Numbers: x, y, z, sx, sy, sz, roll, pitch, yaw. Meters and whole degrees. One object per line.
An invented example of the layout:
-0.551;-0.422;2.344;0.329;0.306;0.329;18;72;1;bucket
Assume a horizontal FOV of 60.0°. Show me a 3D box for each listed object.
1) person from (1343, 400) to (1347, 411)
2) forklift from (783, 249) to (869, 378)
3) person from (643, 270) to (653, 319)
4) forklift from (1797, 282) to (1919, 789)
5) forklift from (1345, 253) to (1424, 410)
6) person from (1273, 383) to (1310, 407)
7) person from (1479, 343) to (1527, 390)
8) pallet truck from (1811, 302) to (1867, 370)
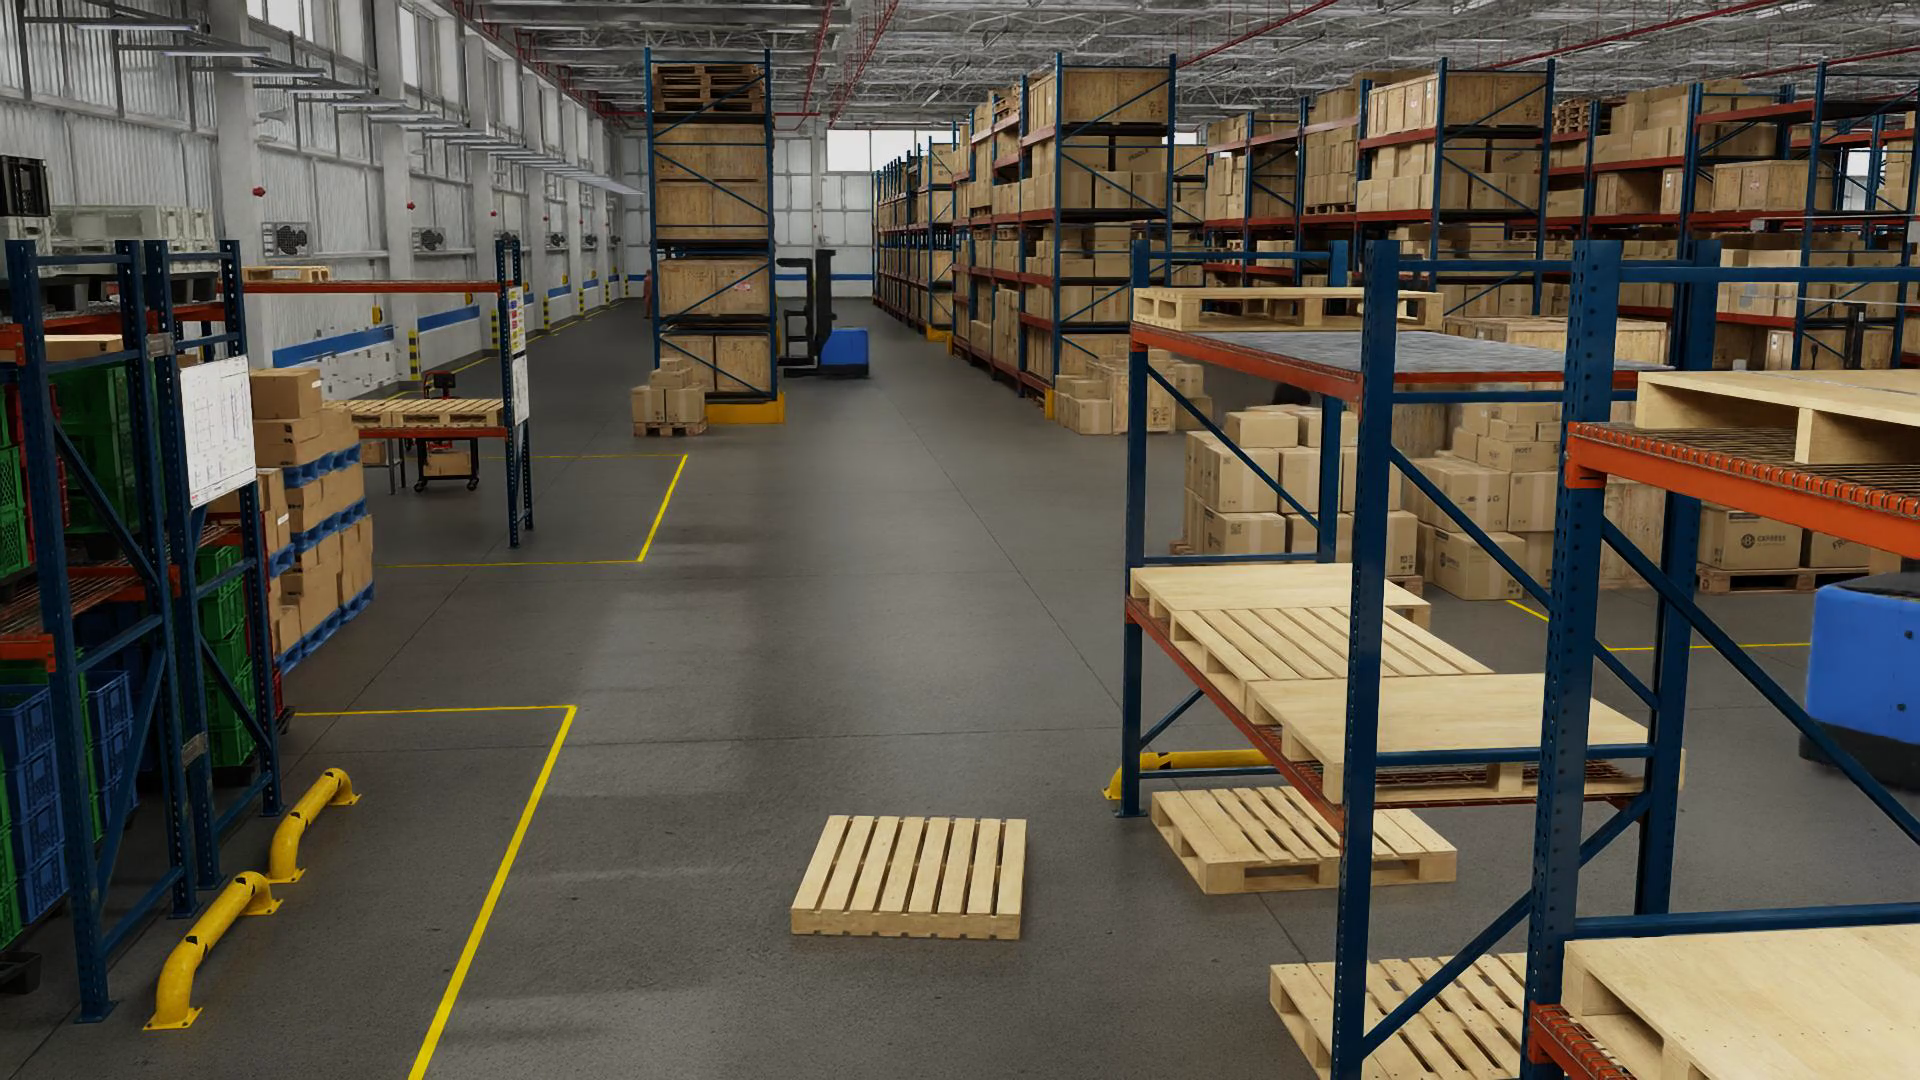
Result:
5.707;-2.277;24.188;0.422;1.927;0.563;-2;10;-11;person
-2.985;-5.013;36.710;1.873;2.768;1.129;-1;10;-6;forklift
-12.028;-9.526;64.456;0.403;1.896;0.655;7;13;36;person
5.856;-0.092;9.442;1.873;2.768;1.129;-7;12;-34;forklift
6.538;-2.975;25.420;1.129;2.768;1.873;4;11;19;forklift
3.363;-0.956;16.865;1.046;1.941;0.626;-4;11;-22;person
5.941;-1.200;18.249;0.443;1.920;0.634;-8;13;-36;person
15.846;-3.142;28.793;1.885;1.965;0.823;2;10;12;pallet truck
